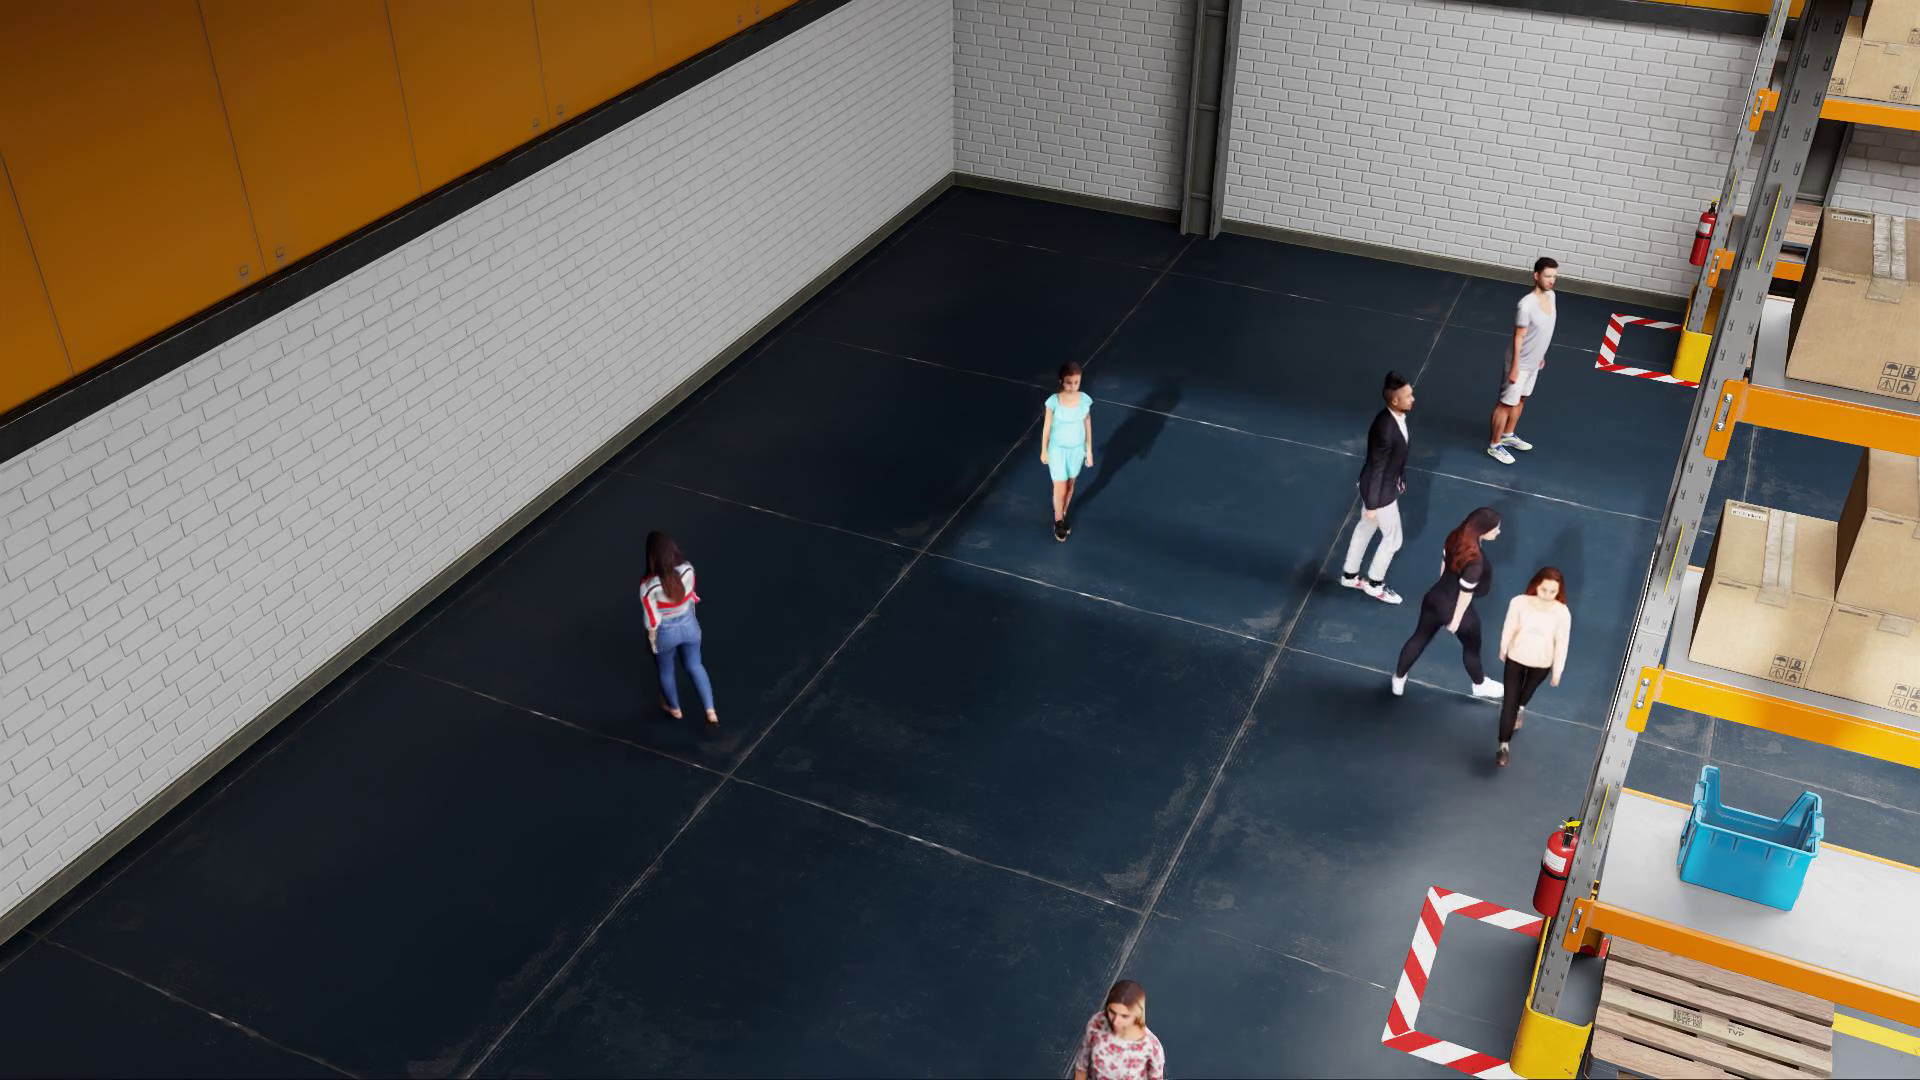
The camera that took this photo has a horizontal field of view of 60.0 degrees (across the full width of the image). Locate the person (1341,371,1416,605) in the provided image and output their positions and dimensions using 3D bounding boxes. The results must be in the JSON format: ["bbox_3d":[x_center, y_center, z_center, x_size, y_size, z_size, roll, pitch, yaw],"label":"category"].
[{"bbox_3d":[3.084,-0.433,12.558,0.724,1.942,0.728,13,36,19],"label":"person"}]

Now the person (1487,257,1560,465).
[{"bbox_3d":[4.869,-1.580,14.363,0.750,1.854,0.711,-29,43,-36],"label":"person"}]

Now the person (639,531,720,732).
[{"bbox_3d":[-1.887,0.645,11.246,0.855,1.601,1.010,-23,40,-30],"label":"person"}]

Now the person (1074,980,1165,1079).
[{"bbox_3d":[0.814,2.693,8.181,1.114,1.582,0.752,20,38,27],"label":"person"}]

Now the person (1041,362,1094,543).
[{"bbox_3d":[0.843,-0.767,13.414,0.685,1.551,0.748,-7,34,-11],"label":"person"}]

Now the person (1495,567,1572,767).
[{"bbox_3d":[3.843,0.771,11.196,0.936,1.446,0.670,12,35,17],"label":"person"}]

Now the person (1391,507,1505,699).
[{"bbox_3d":[3.338,0.468,11.528,1.119,1.583,1.023,-10,35,-15],"label":"person"}]
